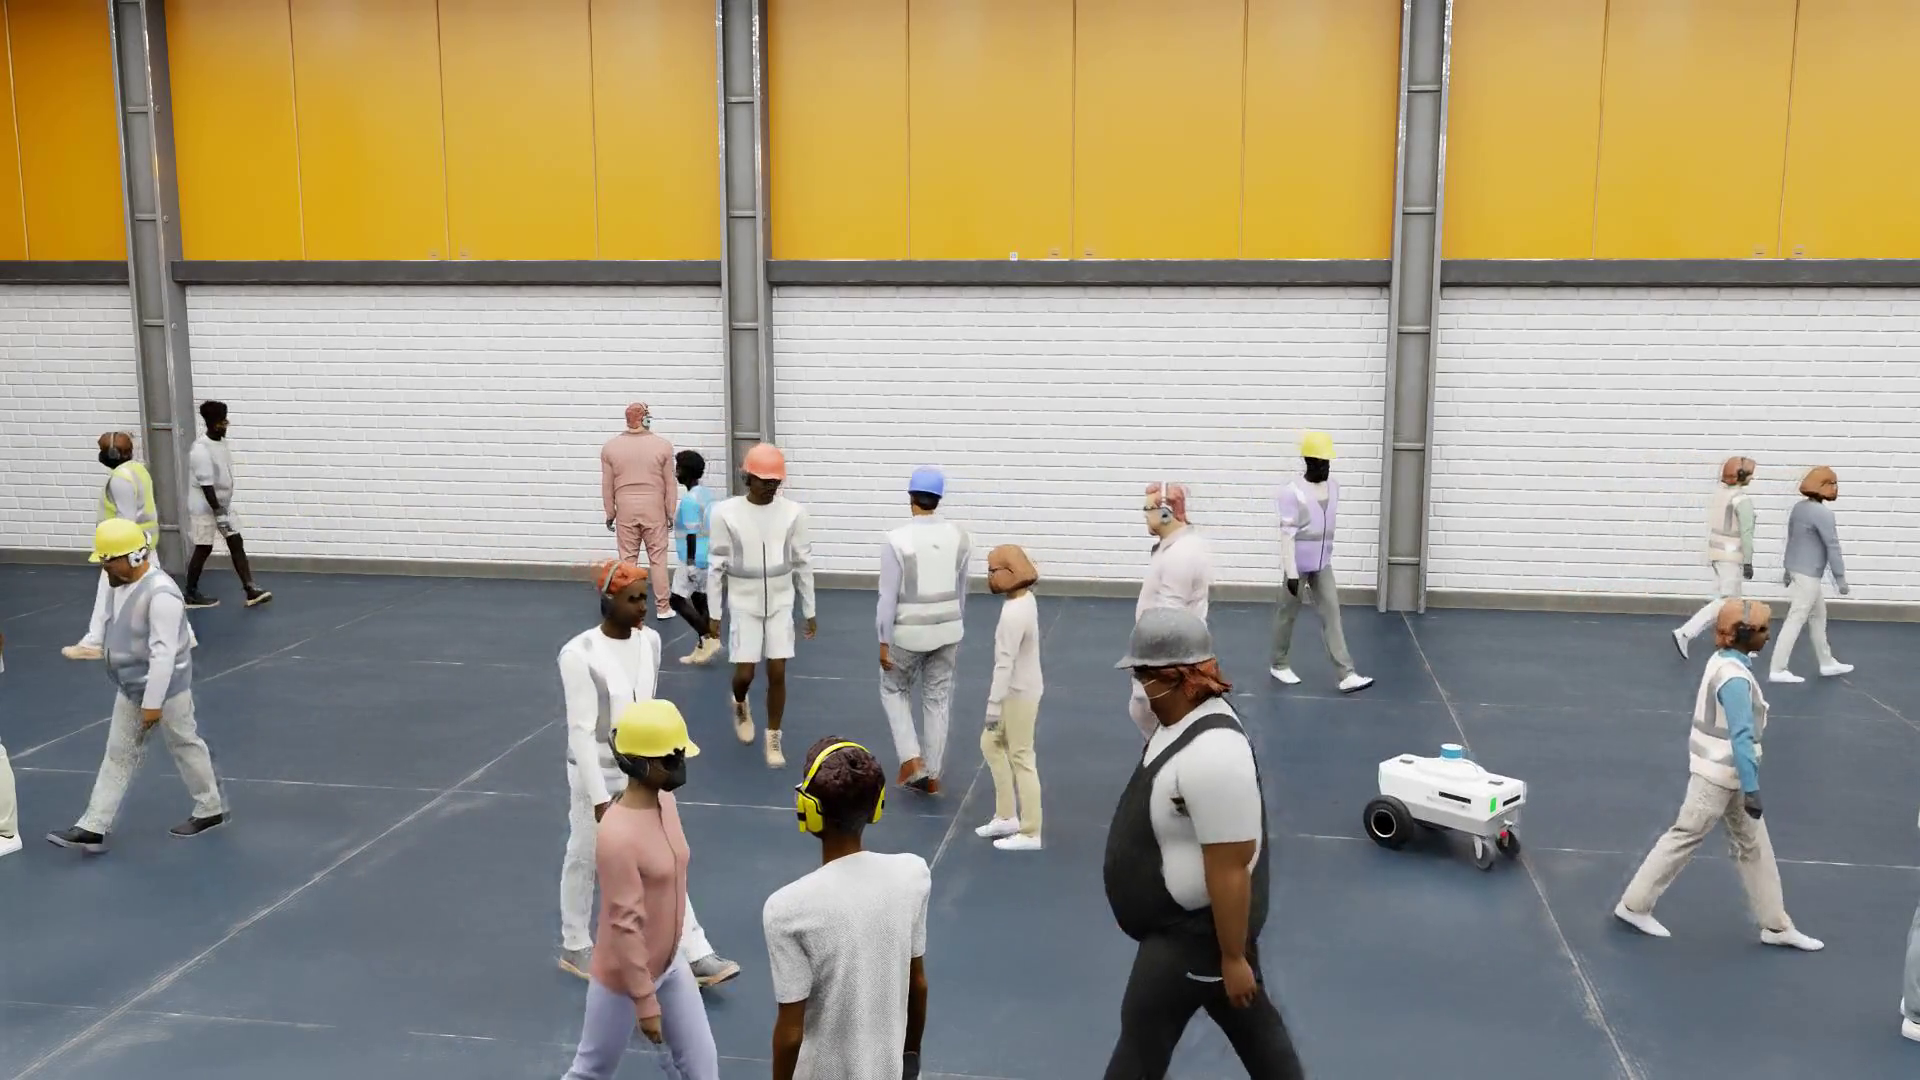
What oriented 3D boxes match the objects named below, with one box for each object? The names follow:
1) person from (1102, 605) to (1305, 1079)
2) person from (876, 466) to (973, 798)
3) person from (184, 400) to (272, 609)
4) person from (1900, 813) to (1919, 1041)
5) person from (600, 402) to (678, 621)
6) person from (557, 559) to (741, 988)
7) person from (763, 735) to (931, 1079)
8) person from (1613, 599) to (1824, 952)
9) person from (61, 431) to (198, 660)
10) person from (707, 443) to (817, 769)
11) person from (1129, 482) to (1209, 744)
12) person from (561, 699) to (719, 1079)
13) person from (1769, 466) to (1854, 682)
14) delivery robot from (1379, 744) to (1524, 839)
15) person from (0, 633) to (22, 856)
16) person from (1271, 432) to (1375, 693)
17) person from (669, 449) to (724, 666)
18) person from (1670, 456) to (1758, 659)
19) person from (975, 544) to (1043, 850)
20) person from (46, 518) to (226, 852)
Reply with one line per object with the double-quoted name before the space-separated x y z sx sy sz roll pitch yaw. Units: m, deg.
"person" 0.736 1.149 5.407 1.074 2.000 0.724 1 9 8
"person" -0.222 0.537 9.589 0.613 1.915 0.443 -5 11 -29
"person" -6.593 -0.308 14.830 0.854 1.899 0.668 1 9 5
"person" 3.919 1.169 6.540 0.268 1.631 0.507 5 11 30
"person" -2.762 -0.242 14.413 0.643 1.905 0.400 0 9 -1
"person" -1.362 1.005 6.931 0.971 1.833 0.583 7 11 35
"person" -0.301 1.417 4.284 0.513 1.872 0.328 -8 12 -41
"person" 3.407 1.044 7.445 0.873 1.591 0.525 4 10 24
"person" -6.530 0.037 13.052 0.972 1.792 0.652 -2 9 -12
"person" -1.229 0.389 10.208 0.654 2.009 0.619 -3 10 -17
"person" 1.144 0.620 9.164 0.493 1.883 0.639 0 9 1
"person" -1.036 1.339 5.253 0.926 1.722 0.537 2 9 13
"person" 6.348 0.266 12.213 0.768 1.606 0.505 1 9 4
"delivery robot" 2.561 1.311 8.691 0.477 0.478 0.707 -9 13 -43
"person" -5.108 0.724 8.555 0.520 1.874 0.327 7 11 36
"person" 2.565 0.170 11.938 0.608 1.872 0.982 -6 11 -31
"person" -2.032 0.148 12.695 0.364 1.688 0.534 1 9 6
"person" 5.895 0.152 12.898 0.695 1.617 0.521 0 9 0
"person" 0.214 0.824 8.685 0.486 1.614 0.523 1 9 7
"person" -4.290 0.757 8.634 0.609 1.776 0.903 7 11 36
